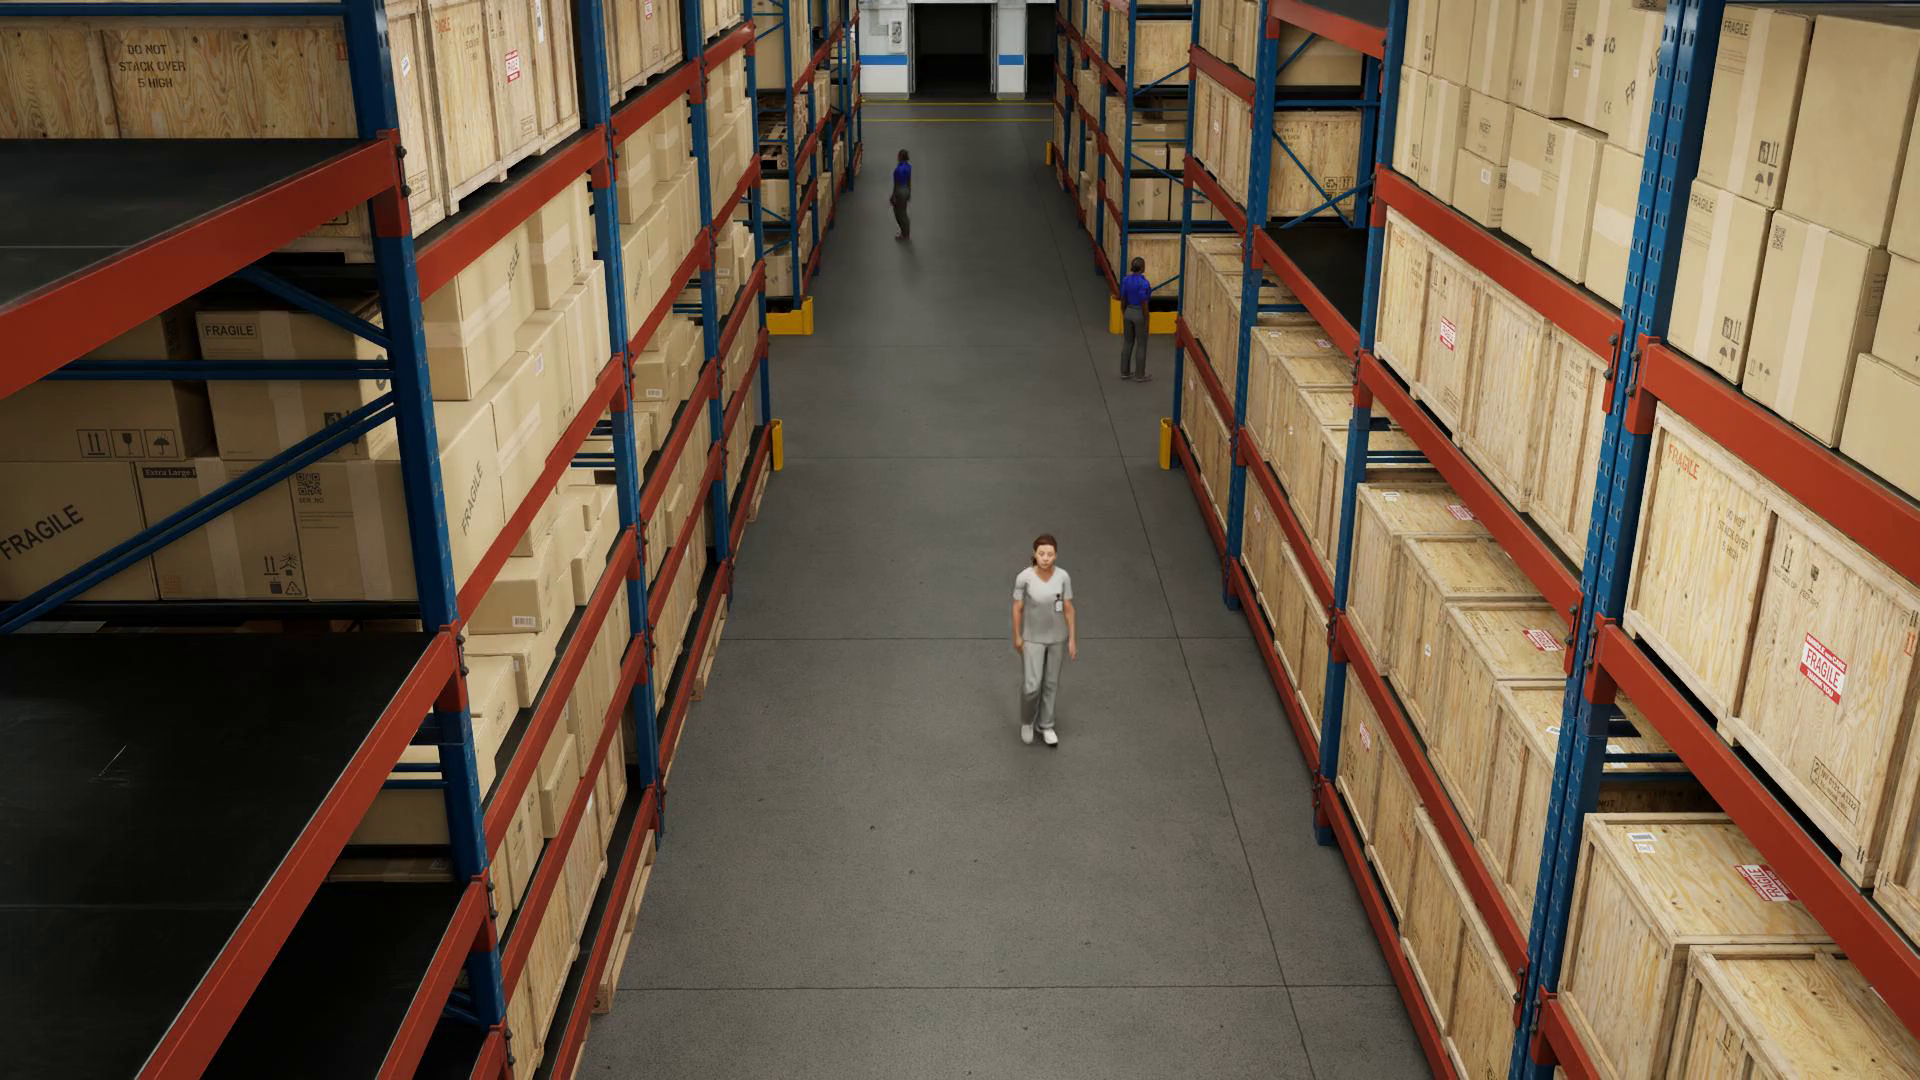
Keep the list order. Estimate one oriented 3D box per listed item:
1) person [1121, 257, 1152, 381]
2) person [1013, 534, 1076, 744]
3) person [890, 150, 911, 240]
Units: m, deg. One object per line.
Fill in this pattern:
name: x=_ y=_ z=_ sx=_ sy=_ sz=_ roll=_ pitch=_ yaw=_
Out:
person: x=2.364 y=-2.954 z=22.149 sx=0.438 sy=1.660 sz=0.334 roll=19 pitch=28 yaw=39
person: x=0.645 y=0.771 z=12.617 sx=0.456 sy=1.673 sz=0.472 roll=-5 pitch=22 yaw=-13
person: x=-1.116 y=-6.410 z=30.885 sx=0.413 sy=1.665 sz=0.465 roll=8 pitch=23 yaw=19
